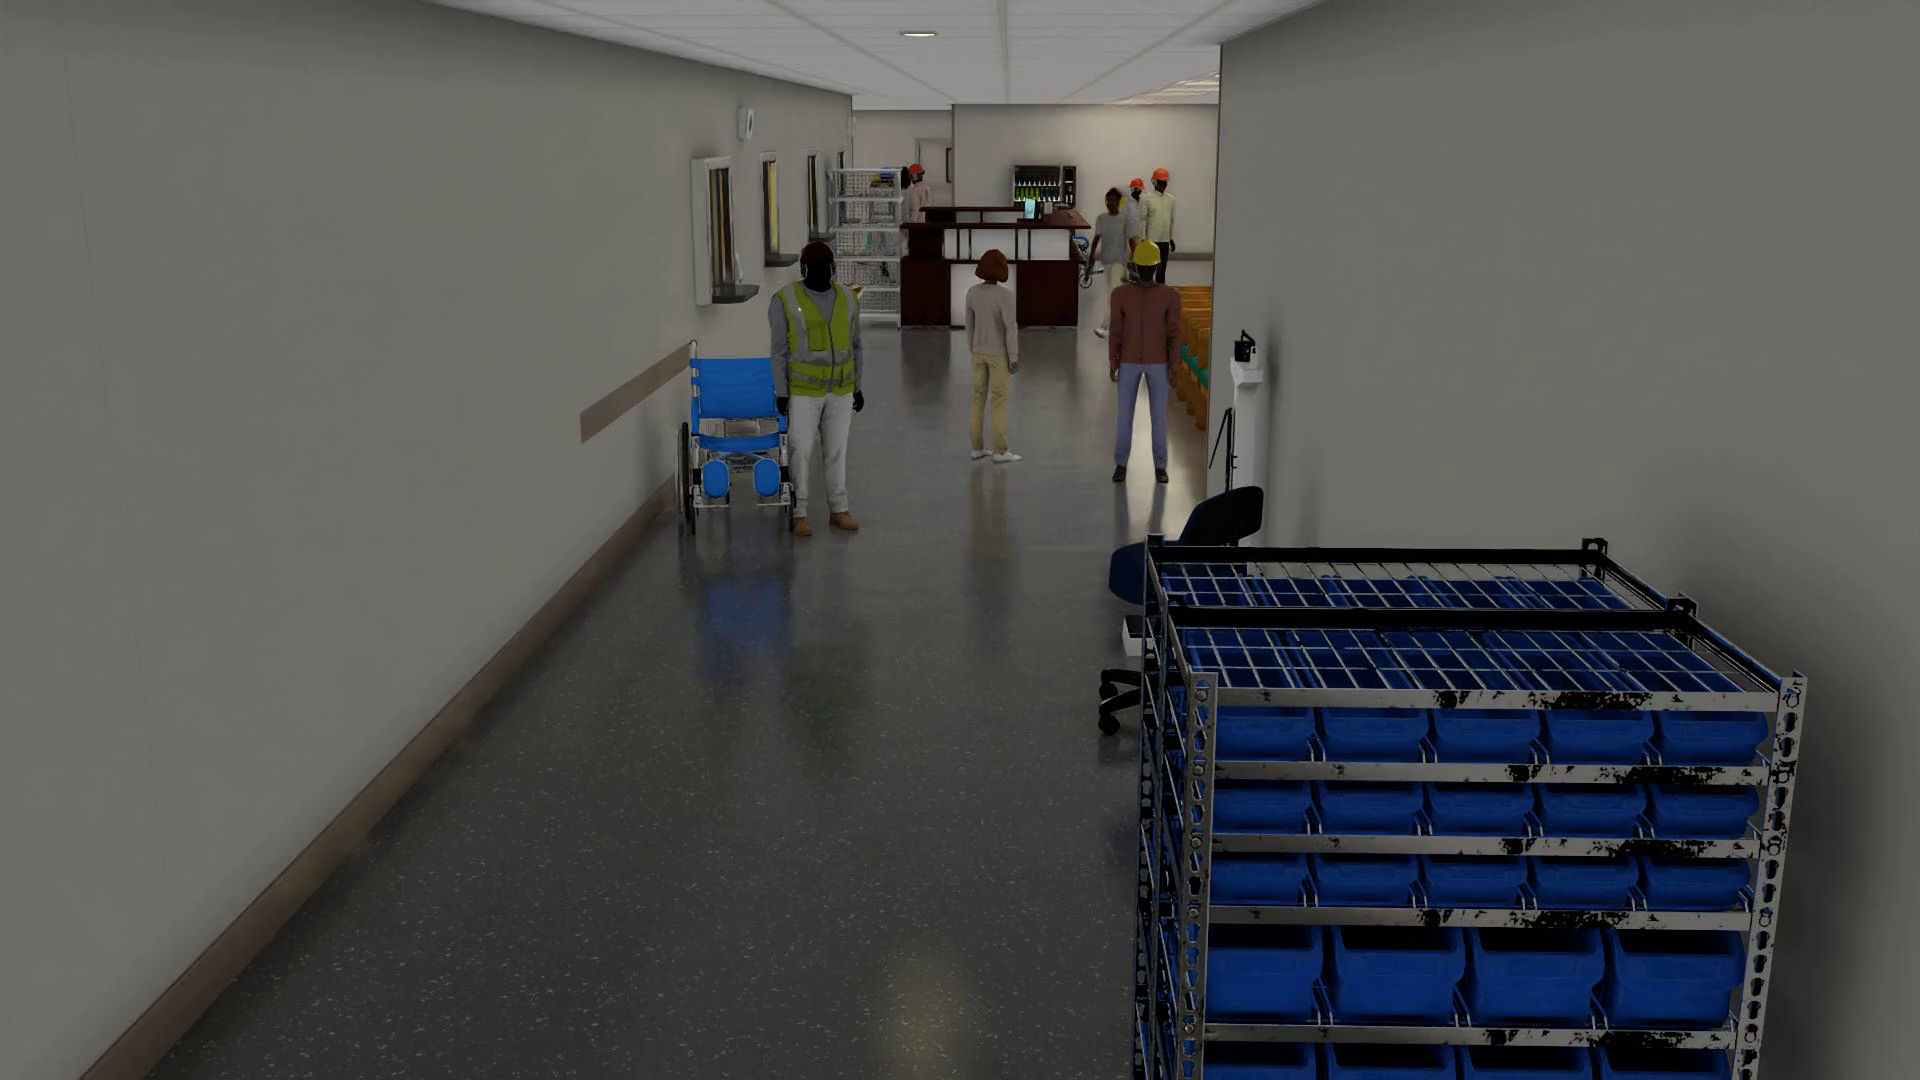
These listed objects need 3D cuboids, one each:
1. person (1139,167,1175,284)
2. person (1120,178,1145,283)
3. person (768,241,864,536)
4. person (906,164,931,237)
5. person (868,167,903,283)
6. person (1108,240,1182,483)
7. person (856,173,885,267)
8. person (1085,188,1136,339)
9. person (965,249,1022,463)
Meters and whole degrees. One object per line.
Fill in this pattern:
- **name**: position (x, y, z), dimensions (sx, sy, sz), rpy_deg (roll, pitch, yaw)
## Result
- **person**: position (2.845, -4.346, 23.955), dimensions (0.608, 1.996, 0.375), rpy_deg (-8, 16, -29)
- **person**: position (2.931, -5.197, 27.928), dimensions (0.564, 1.743, 0.352), rpy_deg (-9, 16, -33)
- **person**: position (-0.885, -0.952, 10.505), dimensions (0.627, 1.844, 0.429), rpy_deg (-8, 16, -28)
- **person**: position (-0.683, -5.135, 27.181), dimensions (0.393, 1.985, 0.611), rpy_deg (6, 15, 21)
- **person**: position (-1.209, -5.062, 26.996), dimensions (0.602, 1.939, 0.423), rpy_deg (5, 15, 18)
- **person**: position (1.326, -1.275, 11.995), dimensions (0.521, 1.759, 0.346), rpy_deg (2, 14, 9)
- **person**: position (-1.668, -5.971, 31.083), dimensions (0.832, 1.731, 0.546), rpy_deg (1, 14, 4)
- **person**: position (1.824, -3.375, 20.382), dimensions (0.516, 1.820, 0.983), rpy_deg (10, 17, 35)
- **person**: position (0.253, -1.411, 12.793), dimensions (0.497, 1.633, 0.285), rpy_deg (13, 19, 42)
